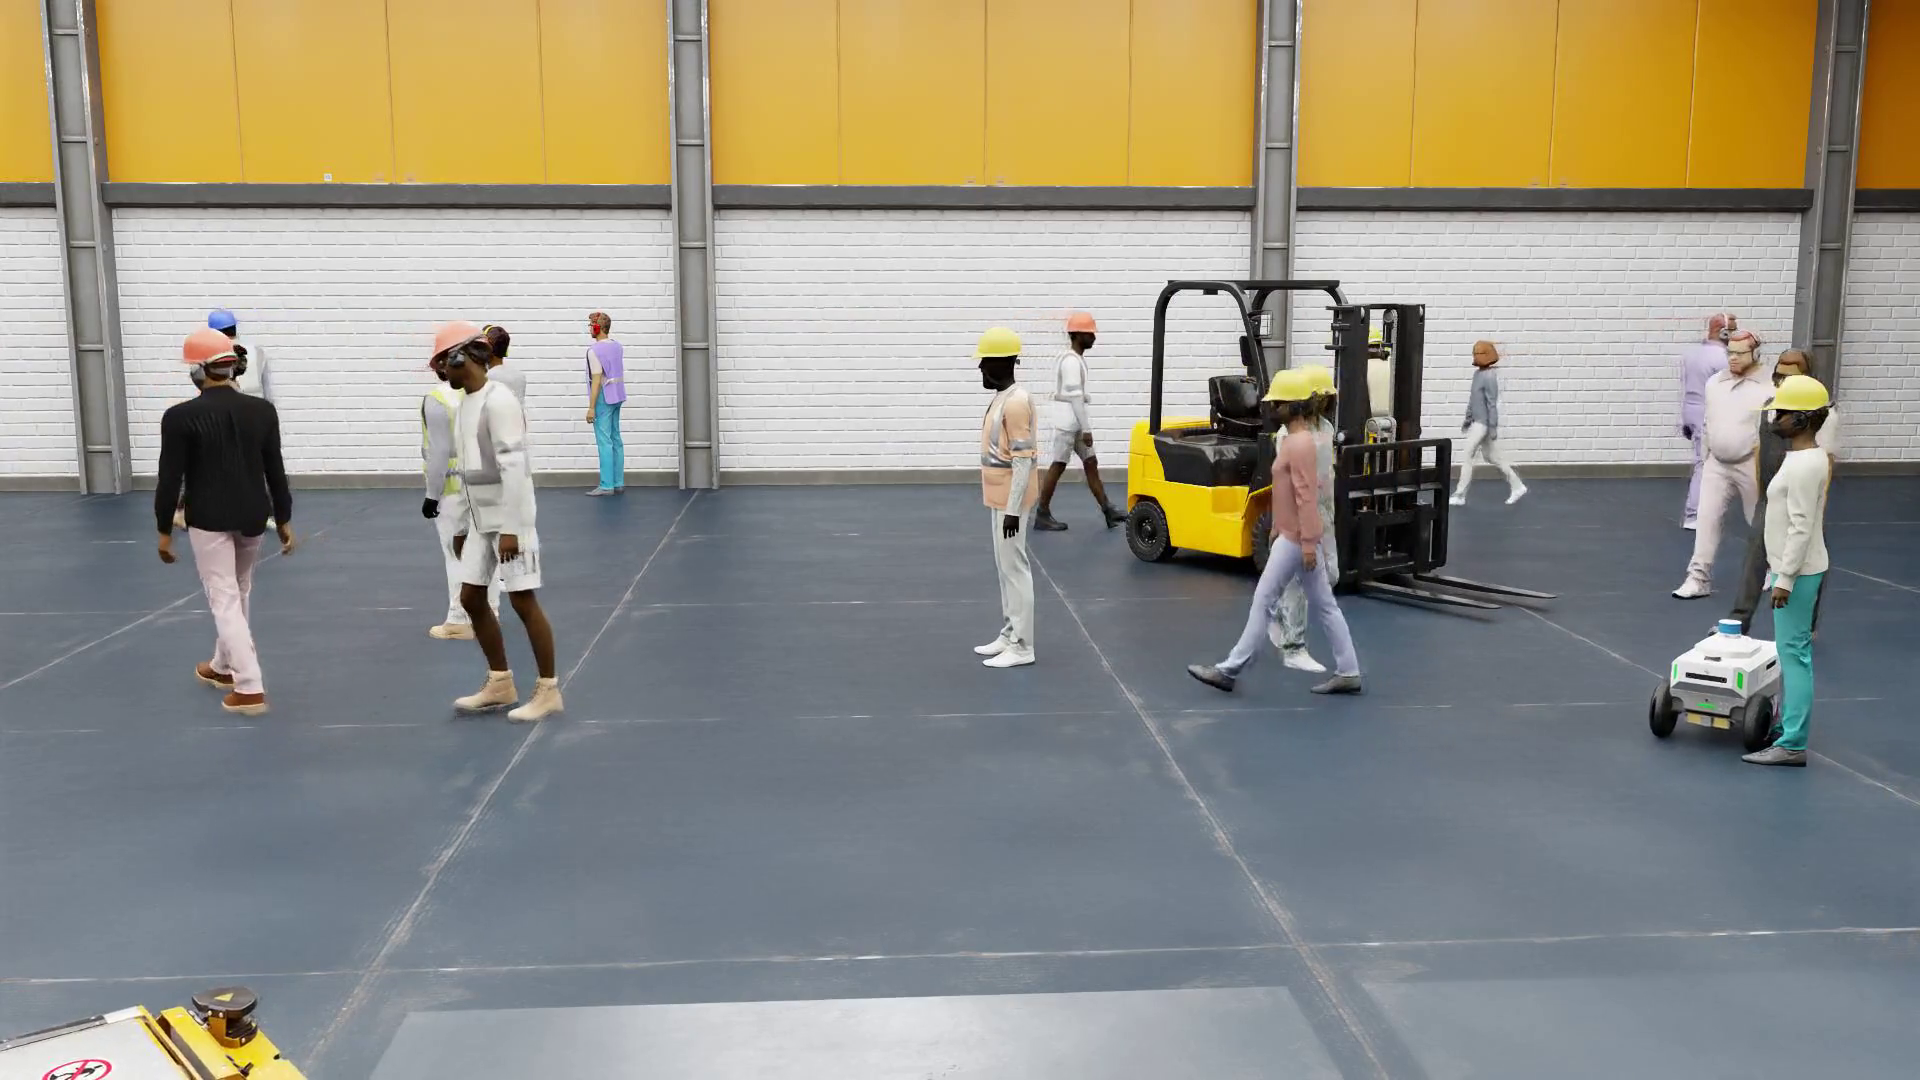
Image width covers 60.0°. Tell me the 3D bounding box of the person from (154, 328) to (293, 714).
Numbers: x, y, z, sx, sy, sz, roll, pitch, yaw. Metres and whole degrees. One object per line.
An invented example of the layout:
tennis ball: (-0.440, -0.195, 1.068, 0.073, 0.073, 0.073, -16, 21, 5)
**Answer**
person: (-3.822, -0.111, 8.571, 0.932, 1.948, 0.640, 7, 11, 36)

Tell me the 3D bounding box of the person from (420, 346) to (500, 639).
person: (-3.061, -0.317, 10.172, 0.429, 1.845, 0.621, 4, 10, 23)

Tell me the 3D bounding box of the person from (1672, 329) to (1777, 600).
person: (5.367, -0.520, 11.433, 1.033, 1.854, 0.643, -6, 11, -35)

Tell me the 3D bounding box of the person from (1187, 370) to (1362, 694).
person: (1.698, -0.028, 8.719, 0.927, 1.714, 0.545, 2, 9, 11)

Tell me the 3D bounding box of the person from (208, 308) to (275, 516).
person: (-6.393, -1.105, 14.870, 0.635, 1.921, 0.635, 8, 12, 41)

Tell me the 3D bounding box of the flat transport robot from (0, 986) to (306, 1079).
flat transport robot: (-2.367, 1.445, 4.019, 1.431, 0.197, 0.652, -7, 12, -39)

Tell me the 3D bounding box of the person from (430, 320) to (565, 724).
person: (-2.274, -0.086, 8.245, 0.474, 1.992, 0.663, -8, 12, -43)

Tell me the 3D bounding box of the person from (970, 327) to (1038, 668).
person: (0.246, -0.239, 9.418, 0.382, 1.924, 0.594, -1, 9, -6)

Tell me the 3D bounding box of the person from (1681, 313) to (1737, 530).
person: (6.558, -1.012, 14.396, 0.595, 1.885, 0.675, 0, 9, -3)

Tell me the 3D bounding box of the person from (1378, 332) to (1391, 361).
person: (3.642, -0.976, 14.715, 0.532, 1.709, 0.884, -5, 10, -27)

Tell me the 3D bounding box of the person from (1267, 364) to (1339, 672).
person: (1.897, -0.131, 9.344, 0.469, 1.726, 0.494, 9, 13, 43)

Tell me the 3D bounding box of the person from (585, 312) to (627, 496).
person: (-3.553, -1.356, 16.683, 0.390, 1.847, 0.566, 2, 9, 15)

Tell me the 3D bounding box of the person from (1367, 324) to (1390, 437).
person: (3.256, -0.816, 13.345, 0.601, 1.827, 0.403, -5, 10, -27)

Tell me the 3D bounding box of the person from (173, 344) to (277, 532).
person: (-6.383, -0.870, 14.291, 0.923, 1.635, 0.532, -1, 9, -7)

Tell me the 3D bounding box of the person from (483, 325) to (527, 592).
person: (-3.235, -0.570, 11.672, 0.312, 1.869, 0.536, 4, 10, 23)

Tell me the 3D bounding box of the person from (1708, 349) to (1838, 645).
person: (4.763, -0.204, 9.625, 1.020, 1.783, 0.522, -6, 11, -35)

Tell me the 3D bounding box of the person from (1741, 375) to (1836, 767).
person: (3.755, 0.142, 7.532, 0.311, 1.768, 0.522, 5, 10, 28)

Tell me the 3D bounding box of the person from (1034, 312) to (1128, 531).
person: (1.087, -1.005, 14.325, 0.978, 1.887, 0.573, 2, 9, 11)

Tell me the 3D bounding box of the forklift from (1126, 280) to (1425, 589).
forklift: (2.301, -0.860, 12.475, 1.214, 2.155, 2.313, -6, 11, -35)

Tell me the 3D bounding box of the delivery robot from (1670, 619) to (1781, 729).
delivery robot: (3.683, 0.626, 7.986, 0.477, 0.478, 0.707, 7, 12, 39)

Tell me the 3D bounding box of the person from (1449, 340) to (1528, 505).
person: (5.075, -1.122, 15.977, 0.815, 1.602, 0.494, 1, 9, 8)
